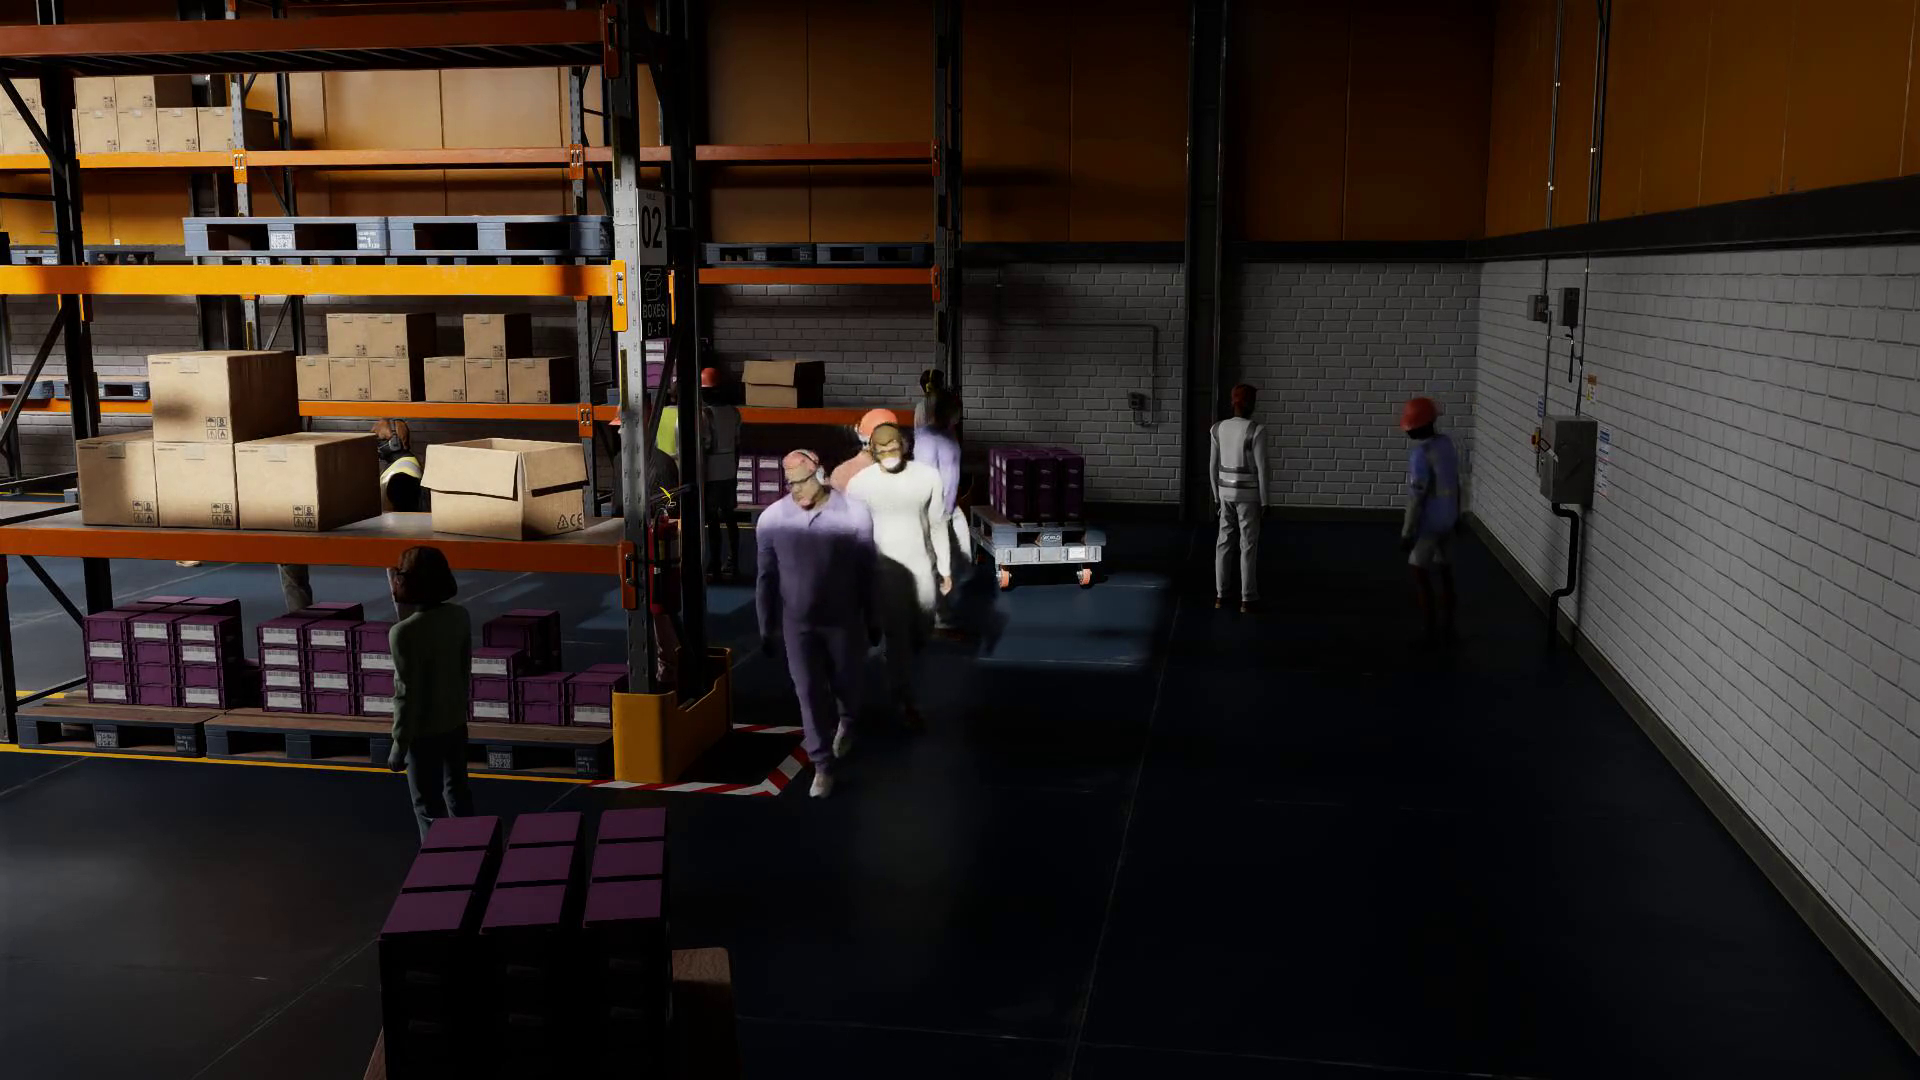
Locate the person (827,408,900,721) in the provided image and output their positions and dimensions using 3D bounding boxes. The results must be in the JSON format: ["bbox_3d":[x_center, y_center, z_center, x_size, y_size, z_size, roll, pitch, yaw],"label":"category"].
[{"bbox_3d":[-0.624,0.155,10.403,0.603,1.954,0.636,5,10,26],"label":"person"}]

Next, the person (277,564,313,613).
[{"bbox_3d":[-4.808,-0.024,11.876,0.404,1.829,0.600,-3,10,-18],"label":"person"}]

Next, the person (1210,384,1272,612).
[{"bbox_3d":[2.320,-0.345,13.715,0.575,1.884,0.355,9,13,44],"label":"person"}]

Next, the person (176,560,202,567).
[{"bbox_3d":[-7.339,-0.673,15.878,0.429,1.844,0.626,2,9,13],"label":"person"}]

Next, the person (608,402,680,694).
[{"bbox_3d":[-2.089,0.053,10.895,0.628,1.991,0.393,8,12,39],"label":"person"}]

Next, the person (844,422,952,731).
[{"bbox_3d":[-0.394,0.196,10.308,0.681,1.898,0.659,-3,10,-19],"label":"person"}]

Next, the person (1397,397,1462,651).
[{"bbox_3d":[3.528,-0.127,12.385,0.705,1.891,0.376,-9,13,-43],"label":"person"}]

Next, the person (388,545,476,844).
[{"bbox_3d":[-2.283,0.831,7.180,0.280,1.636,0.500,3,10,17],"label":"person"}]

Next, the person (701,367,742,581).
[{"bbox_3d":[-2.218,-0.594,15.080,0.353,1.941,0.543,6,11,34],"label":"person"}]

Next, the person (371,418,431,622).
[{"bbox_3d":[-3.750,0.097,11.144,0.430,1.836,0.618,-3,10,-18],"label":"person"}]

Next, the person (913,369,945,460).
[{"bbox_3d":[-0.298,-0.719,16.092,0.310,1.864,0.533,0,9,-1],"label":"person"}]

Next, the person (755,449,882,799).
[{"bbox_3d":[-0.759,0.419,9.058,0.683,1.867,0.696,0,9,-1],"label":"person"}]

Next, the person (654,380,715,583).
[{"bbox_3d":[-2.481,-0.522,14.959,0.619,1.838,0.430,8,12,41],"label":"person"}]

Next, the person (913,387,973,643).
[{"bbox_3d":[-0.113,-0.187,12.574,0.447,1.934,0.653,3,10,21],"label":"person"}]
